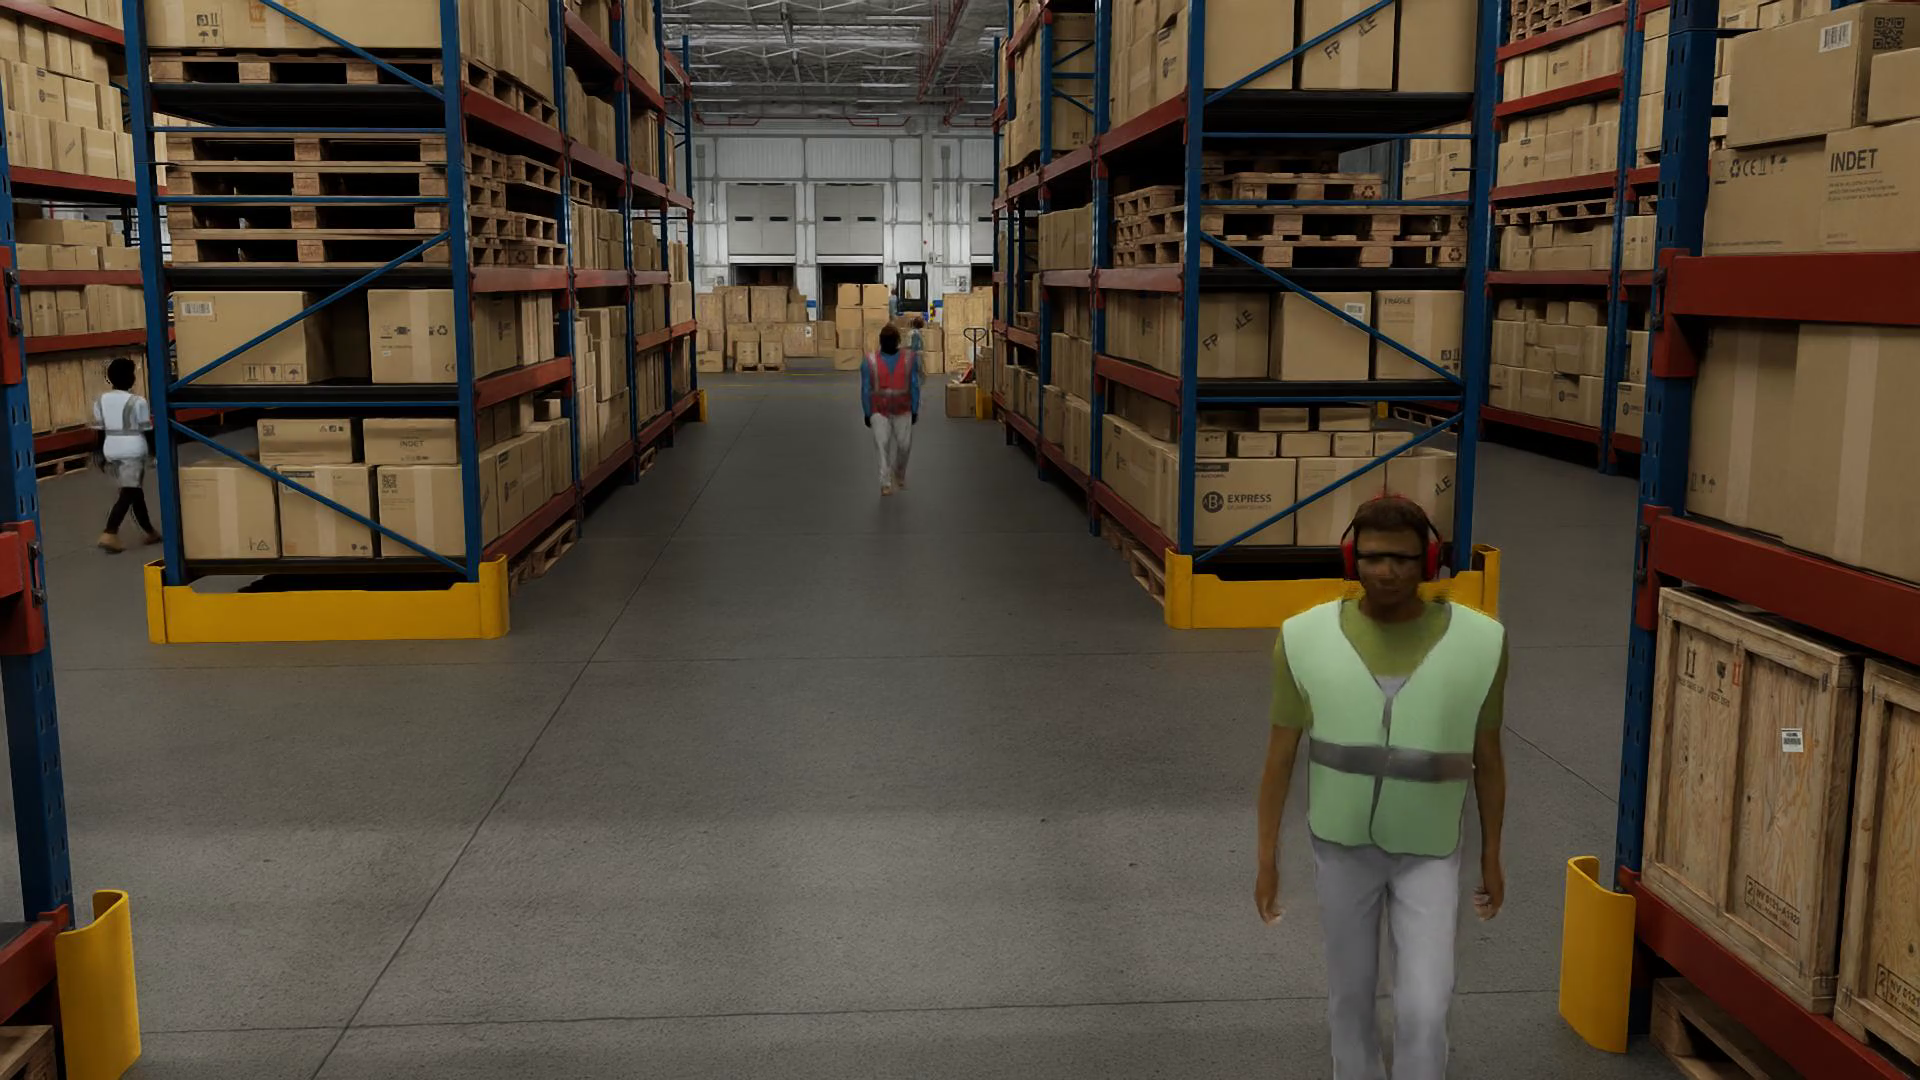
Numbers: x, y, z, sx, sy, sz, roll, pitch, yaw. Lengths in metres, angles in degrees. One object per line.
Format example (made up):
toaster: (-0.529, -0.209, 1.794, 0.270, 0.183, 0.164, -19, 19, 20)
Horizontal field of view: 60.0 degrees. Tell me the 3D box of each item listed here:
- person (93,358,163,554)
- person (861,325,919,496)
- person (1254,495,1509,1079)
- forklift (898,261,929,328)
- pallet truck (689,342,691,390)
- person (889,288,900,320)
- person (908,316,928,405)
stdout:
person: (-7.148, -0.726, 14.232, 0.539, 1.654, 0.864, 3, 10, 20)
person: (-0.744, -1.382, 17.801, 0.624, 1.832, 0.433, -2, 9, -9)
person: (1.029, 0.803, 4.081, 0.607, 1.816, 0.768, 3, 9, 15)
forklift: (-1.628, -8.197, 57.300, 1.129, 2.768, 1.873, -1, 9, -4)
pallet truck: (-5.225, -3.008, 27.480, 1.885, 1.965, 0.823, 2, 9, 14)
person: (-2.307, -7.826, 57.972, 0.635, 1.927, 0.372, 4, 10, 23)
person: (-0.753, -3.249, 30.159, 0.426, 1.623, 0.529, -1, 9, -6)
